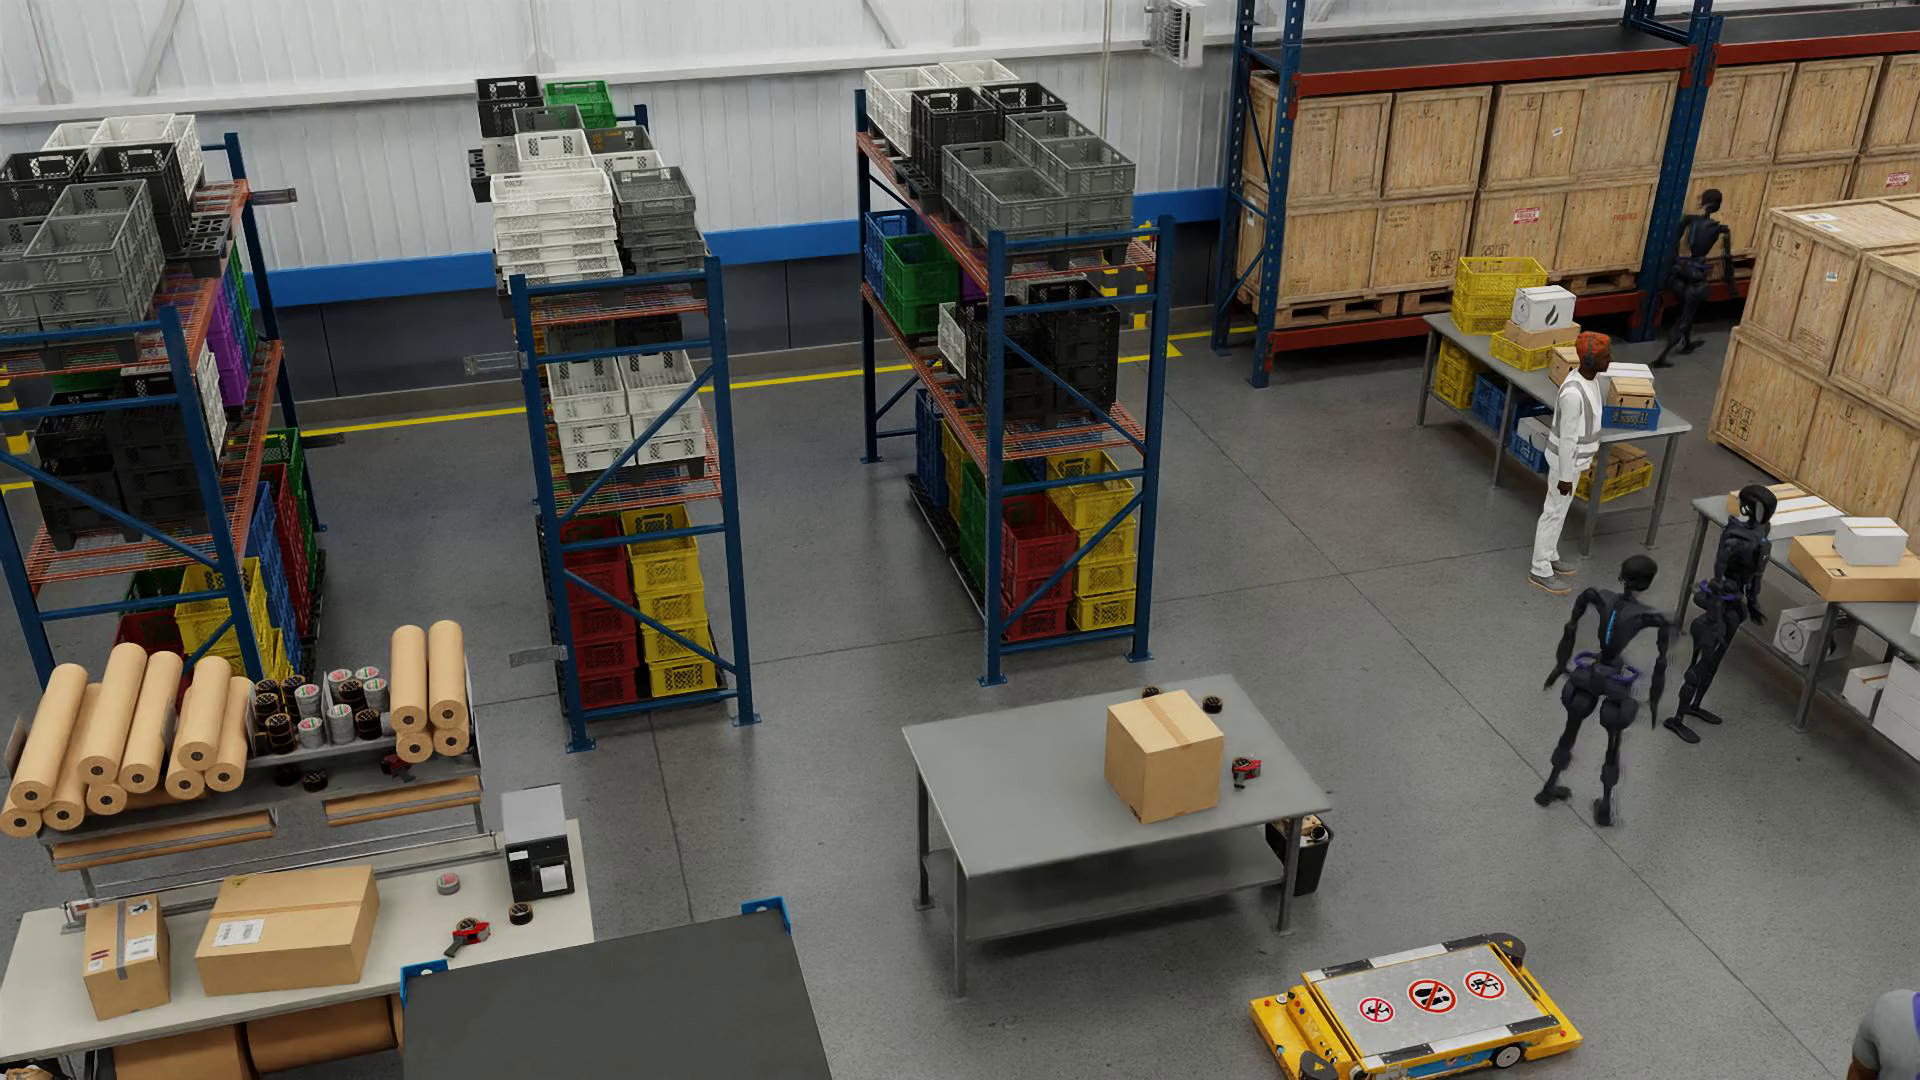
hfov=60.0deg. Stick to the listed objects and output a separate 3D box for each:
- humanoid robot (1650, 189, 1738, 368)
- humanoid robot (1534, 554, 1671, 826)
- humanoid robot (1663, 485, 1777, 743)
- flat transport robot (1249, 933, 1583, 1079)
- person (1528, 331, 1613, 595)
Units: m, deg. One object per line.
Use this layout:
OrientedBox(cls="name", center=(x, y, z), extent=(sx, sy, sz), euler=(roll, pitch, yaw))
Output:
OrientedBox(cls="humanoid robot", center=(6.661, -2.368, 15.056), extent=(0.748, 1.626, 0.563), euler=(-11, 31, -19))
OrientedBox(cls="humanoid robot", center=(3.552, 0.806, 9.227), extent=(0.653, 1.645, 0.339), euler=(24, 37, 36))
OrientedBox(cls="humanoid robot", center=(4.576, 0.426, 9.908), extent=(0.599, 1.657, 0.332), euler=(-22, 36, -35))
OrientedBox(cls="flat transport robot", center=(2.184, 2.282, 7.980), extent=(1.431, 0.197, 0.652), euler=(-8, 30, -14))
OrientedBox(cls="person", center=(4.218, -0.542, 11.471), extent=(0.356, 1.884, 0.573), euler=(14, 32, 24))
